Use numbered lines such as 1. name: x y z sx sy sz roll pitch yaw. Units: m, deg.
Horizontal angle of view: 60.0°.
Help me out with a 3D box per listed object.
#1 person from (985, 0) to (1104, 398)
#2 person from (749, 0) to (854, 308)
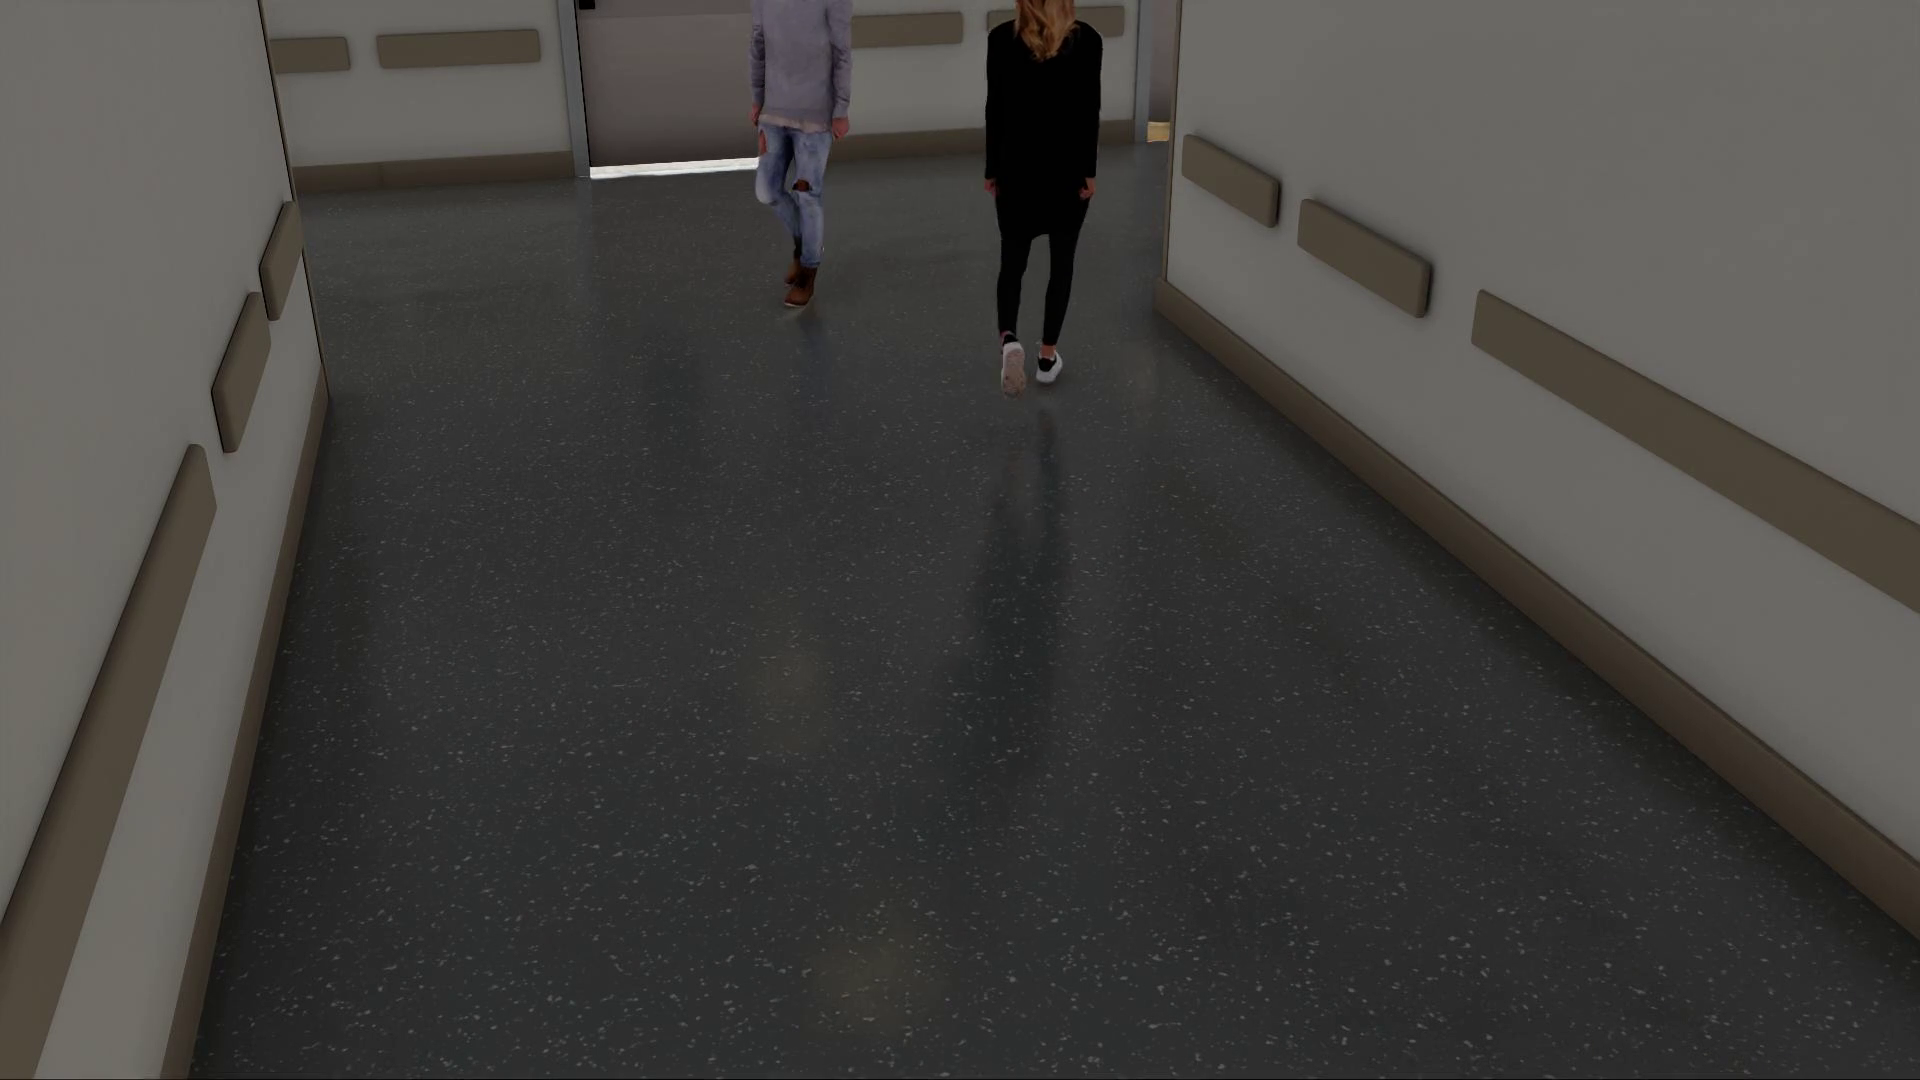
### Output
1. person: 0.312 -1.396 6.556 1.065 1.784 0.947 4 26 9
2. person: -0.734 -2.053 7.864 0.858 1.831 0.929 10 28 21
